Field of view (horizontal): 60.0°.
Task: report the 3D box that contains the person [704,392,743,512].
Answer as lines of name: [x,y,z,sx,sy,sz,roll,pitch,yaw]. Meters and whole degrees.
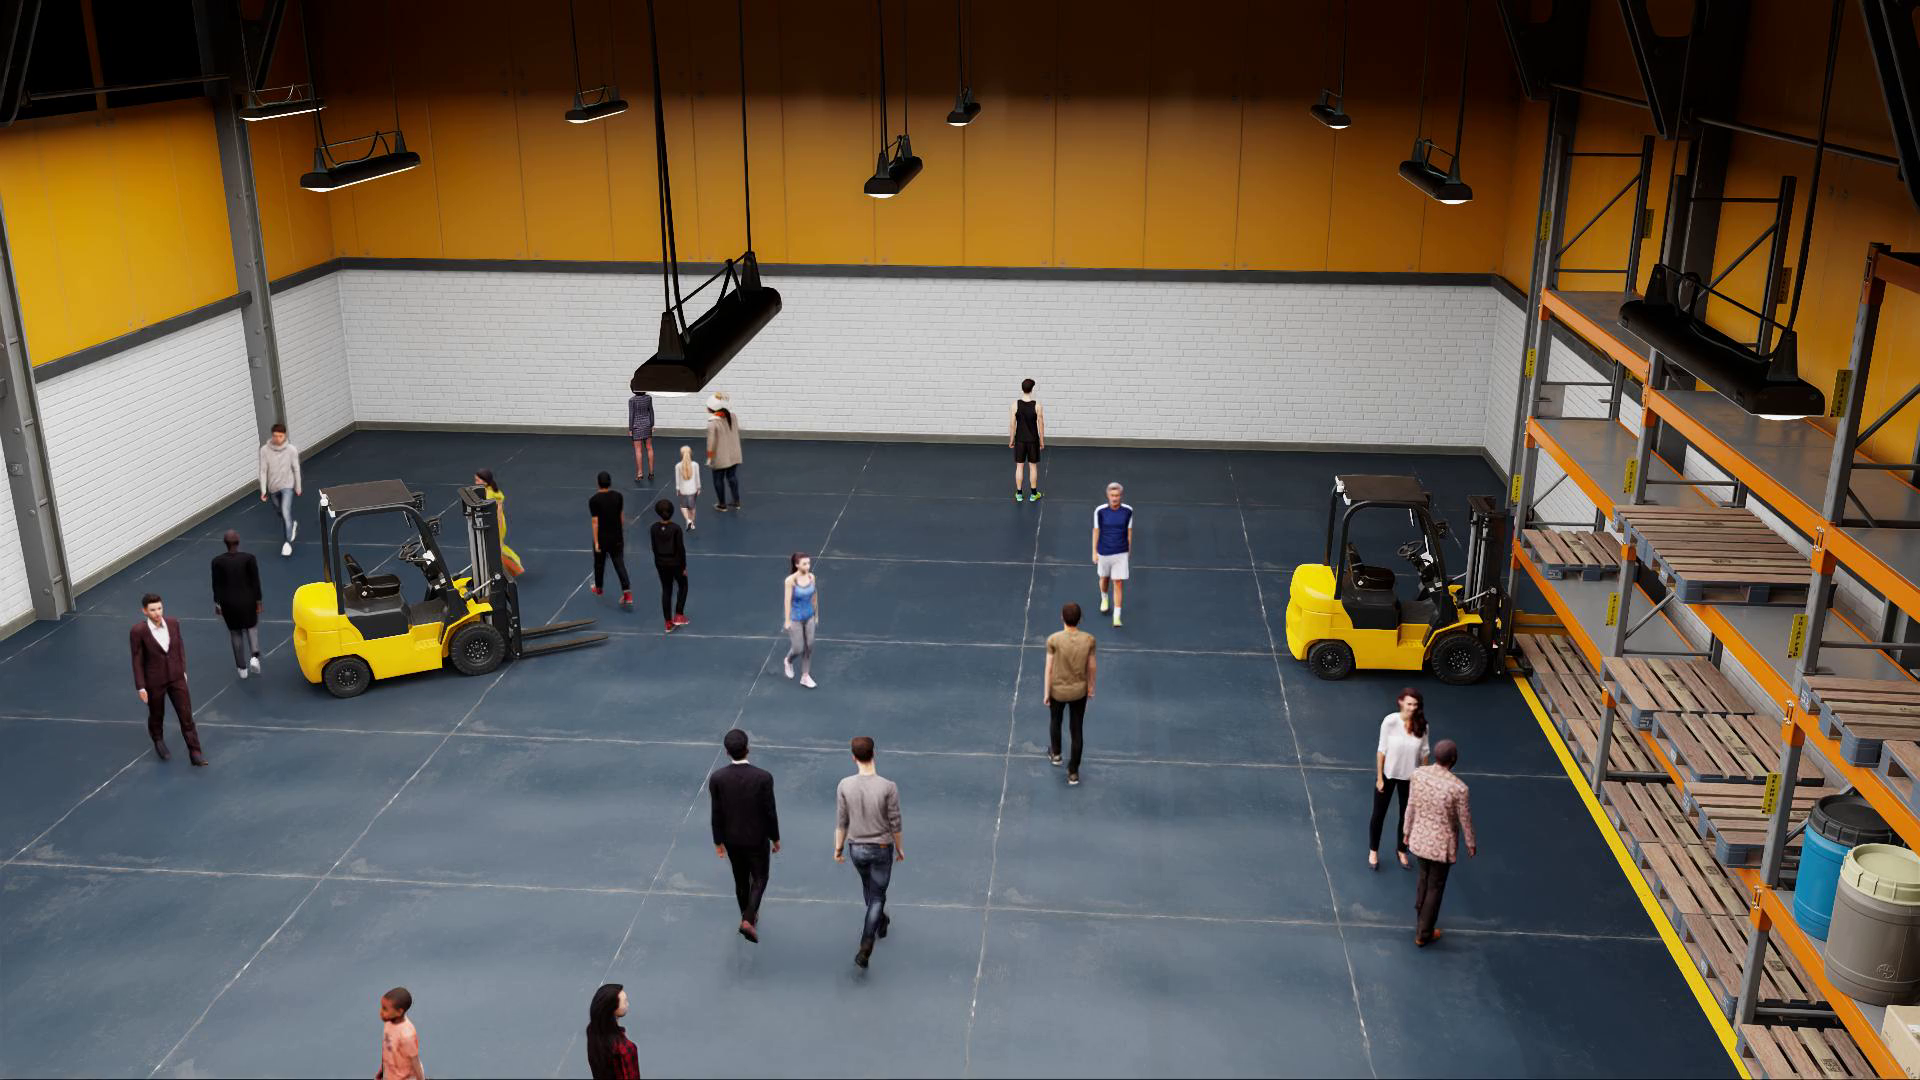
person: [-3.494,-1.295,24.781,0.848,1.868,0.913,-13,22,-33]

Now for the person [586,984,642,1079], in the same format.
person: [-2.212,3.590,10.610,0.664,1.654,0.695,16,24,39]

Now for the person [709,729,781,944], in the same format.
person: [-1.767,2.468,13.610,0.696,1.867,0.902,1,19,4]

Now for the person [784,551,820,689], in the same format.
person: [-1.831,0.879,18.741,0.791,1.602,0.851,-15,24,-37]

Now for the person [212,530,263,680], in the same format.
person: [-8.172,0.765,18.850,0.848,1.748,0.916,-9,20,-24]

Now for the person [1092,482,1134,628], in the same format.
person: [1.881,0.135,20.663,0.696,1.787,1.196,0,19,1]

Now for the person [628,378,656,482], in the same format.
person: [-5.061,-1.766,26.439,0.699,1.703,0.763,-16,24,-38]

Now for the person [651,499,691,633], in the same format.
person: [-3.565,0.340,20.254,0.655,1.658,0.662,5,19,14]

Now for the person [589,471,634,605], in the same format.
person: [-4.414,0.019,21.117,1.115,1.716,1.228,-13,22,-33]

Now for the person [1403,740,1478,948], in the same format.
person: [3.856,2.504,13.625,1.005,1.788,0.944,-16,24,-39]

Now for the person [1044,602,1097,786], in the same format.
person: [1.088,1.541,16.425,0.768,1.827,1.011,-1,19,-3]

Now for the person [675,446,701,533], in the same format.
person: [-3.922,-0.723,24.030,0.673,1.264,0.798,-7,20,-19]

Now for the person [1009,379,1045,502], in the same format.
person: [1.019,-1.533,25.455,0.699,1.889,0.563,3,19,8]

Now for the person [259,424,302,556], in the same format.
person: [-9.454,-0.744,23.231,0.871,1.813,1.291,-2,19,-6]

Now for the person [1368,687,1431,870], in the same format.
person: [3.885,2.116,14.775,0.621,1.789,0.561,0,19,1]

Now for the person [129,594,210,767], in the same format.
person: [-8.105,1.408,16.840,1.243,1.813,1.249,17,25,41]

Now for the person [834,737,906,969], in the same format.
person: [-0.735,2.558,13.371,0.844,1.848,1.238,5,19,15]

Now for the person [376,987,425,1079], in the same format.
person: [-3.680,3.567,11.228,0.871,1.304,0.856,-12,22,-33]

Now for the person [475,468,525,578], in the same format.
person: [-6.085,-0.170,21.786,0.995,1.647,1.081,11,22,30]
